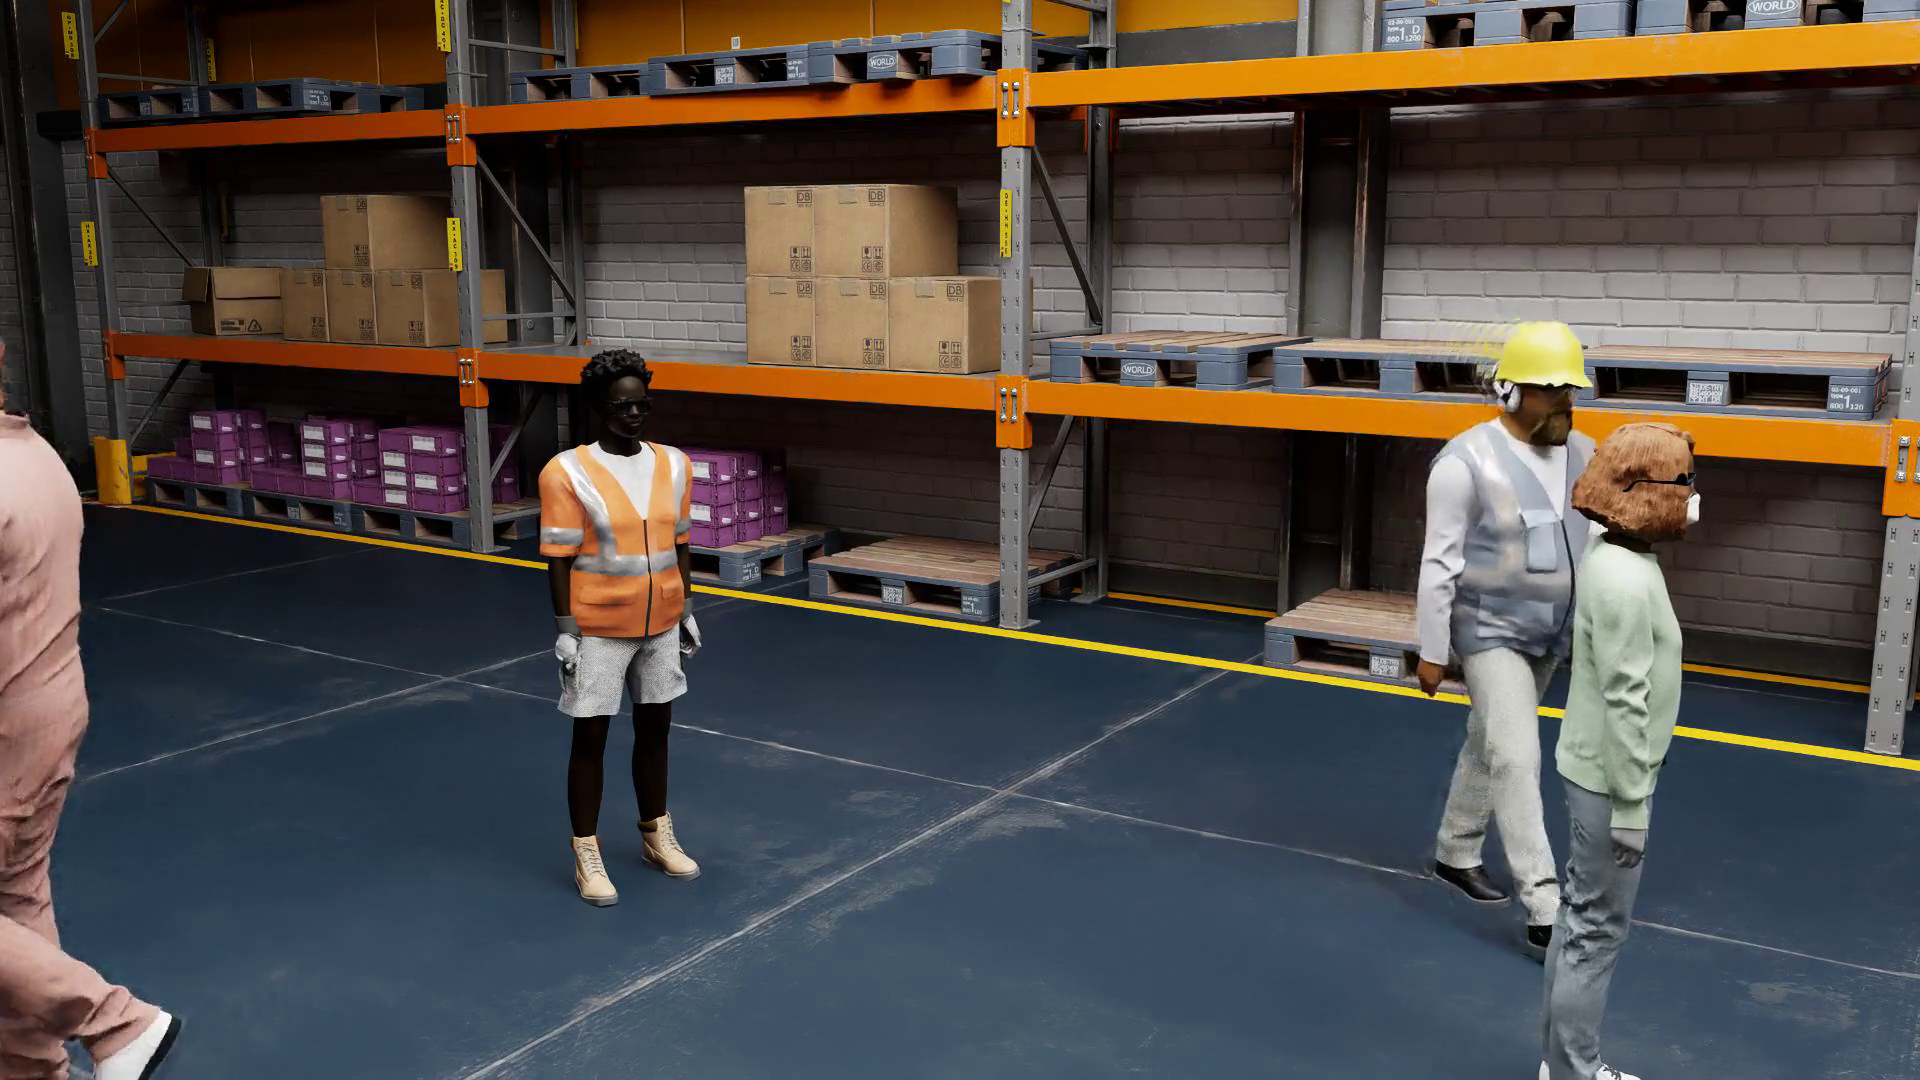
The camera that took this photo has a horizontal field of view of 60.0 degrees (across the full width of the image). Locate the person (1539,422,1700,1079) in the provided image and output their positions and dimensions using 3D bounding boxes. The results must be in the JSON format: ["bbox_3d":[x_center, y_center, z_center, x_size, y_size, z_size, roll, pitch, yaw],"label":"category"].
[{"bbox_3d":[1.475,0.548,3.724,0.279,1.633,0.505,3,11,17],"label":"person"}]

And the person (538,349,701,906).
[{"bbox_3d":[-1.035,0.260,5.143,0.533,1.697,0.318,-9,14,-42],"label":"person"}]

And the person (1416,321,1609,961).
[{"bbox_3d":[1.682,0.283,4.768,0.596,1.788,0.893,-6,12,-30],"label":"person"}]

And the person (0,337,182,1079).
[{"bbox_3d":[-2.085,0.433,3.643,0.492,1.887,0.662,-2,10,-13],"label":"person"}]
